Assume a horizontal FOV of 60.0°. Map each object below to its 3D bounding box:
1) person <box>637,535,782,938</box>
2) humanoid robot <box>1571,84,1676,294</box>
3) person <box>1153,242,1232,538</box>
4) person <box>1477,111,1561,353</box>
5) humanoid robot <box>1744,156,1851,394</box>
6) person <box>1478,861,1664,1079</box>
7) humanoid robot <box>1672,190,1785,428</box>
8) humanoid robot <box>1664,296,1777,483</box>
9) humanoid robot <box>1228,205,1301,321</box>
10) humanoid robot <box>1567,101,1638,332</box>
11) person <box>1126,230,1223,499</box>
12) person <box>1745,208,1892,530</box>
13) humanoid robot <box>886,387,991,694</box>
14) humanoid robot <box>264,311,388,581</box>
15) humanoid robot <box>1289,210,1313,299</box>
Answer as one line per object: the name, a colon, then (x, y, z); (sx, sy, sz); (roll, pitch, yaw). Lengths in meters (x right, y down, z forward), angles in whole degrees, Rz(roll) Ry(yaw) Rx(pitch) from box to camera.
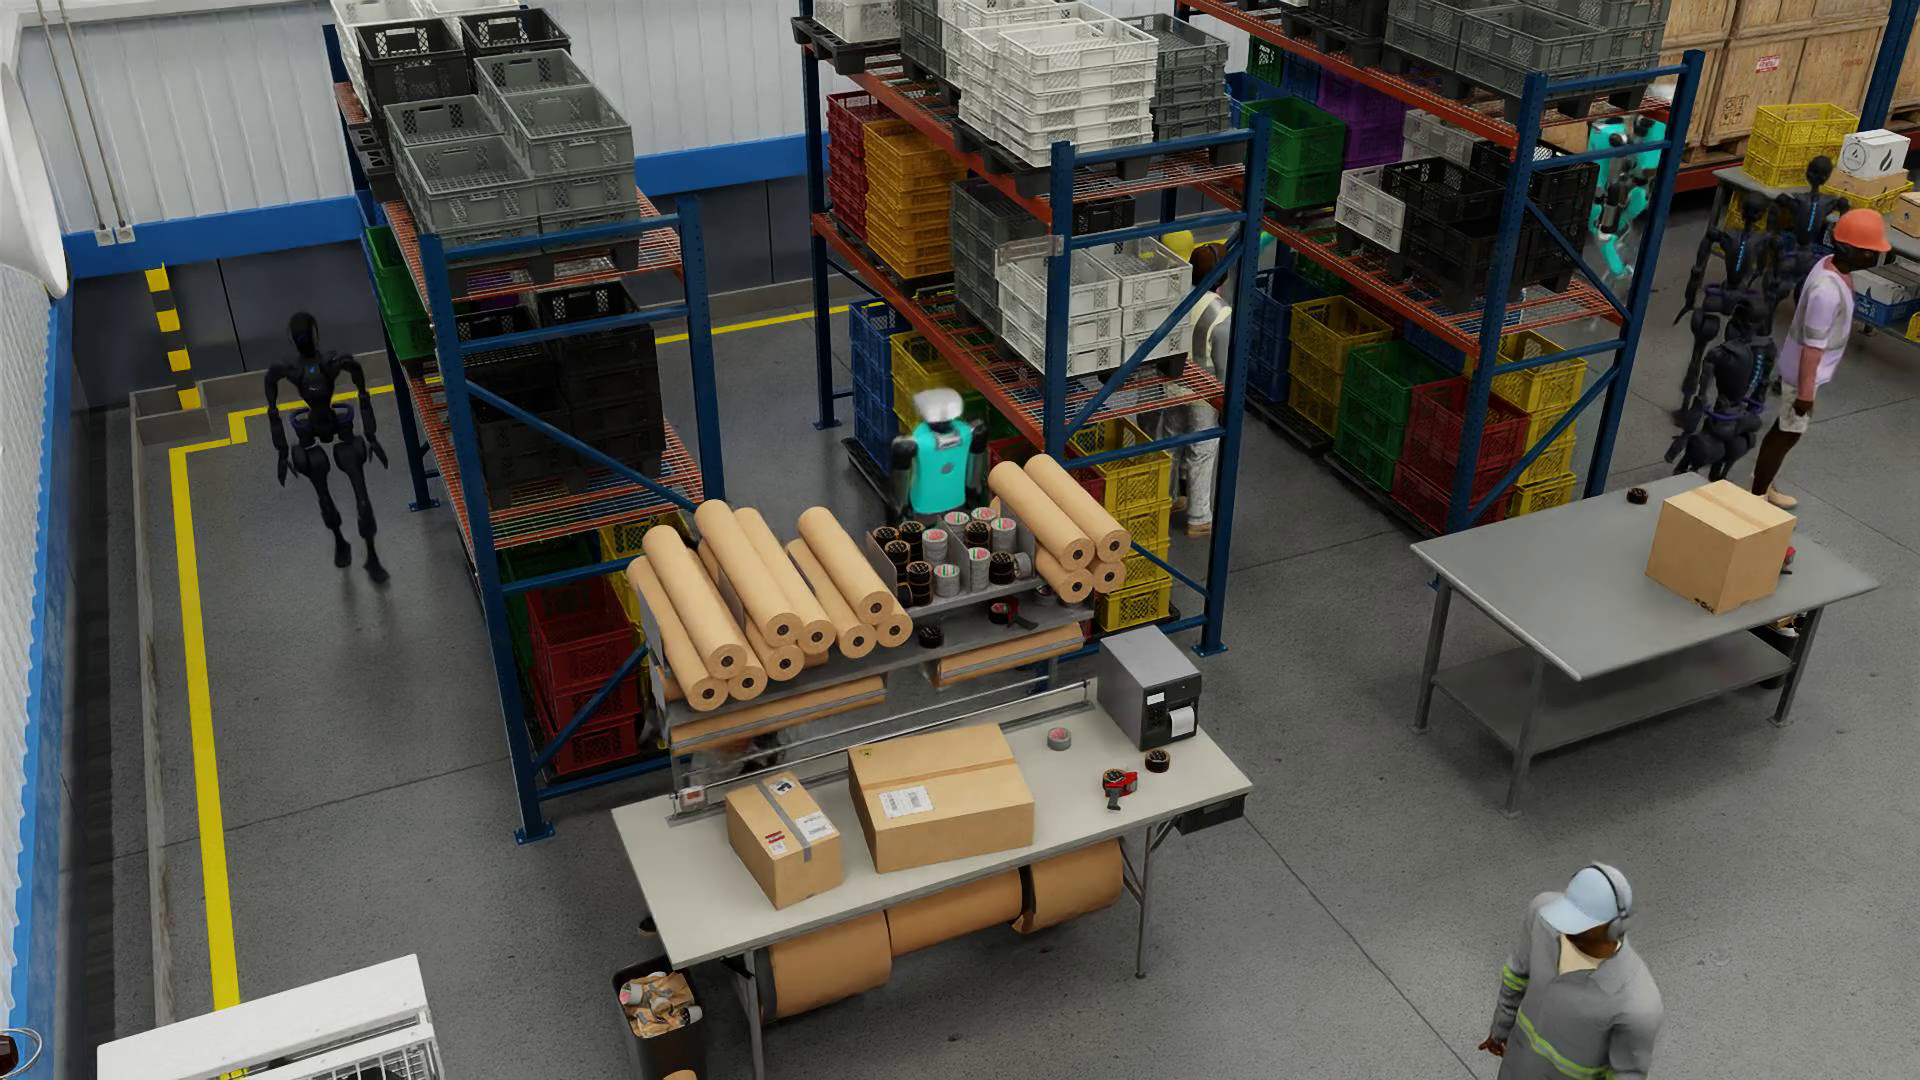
person: (-1.050, 0.761, 7.190); (1.015, 1.915, 0.595); (-26, 40, -36)
humanoid robot: (5.178, -2.758, 13.049); (0.539, 1.729, 1.002); (-18, 36, -26)
person: (1.418, -0.898, 9.928); (0.429, 1.841, 0.632); (-21, 37, -30)
person: (3.968, -2.217, 12.032); (0.582, 1.881, 0.350); (-3, 32, -4)
humanoid robot: (5.899, -1.902, 11.744); (0.586, 1.620, 0.753); (9, 33, 14)
person: (1.961, 1.790, 5.553); (0.383, 1.851, 0.596); (-12, 34, -19)
humanoid robot: (5.103, -1.527, 11.093); (0.599, 1.657, 0.315); (15, 35, 22)
humanoid robot: (4.414, -0.668, 9.703); (0.609, 1.647, 0.402); (-13, 34, -19)
humanoid robot: (2.288, -2.494, 12.613); (0.728, 1.781, 0.557); (-8, 32, -12)
humanoid robot: (4.952, -2.415, 12.550); (0.662, 1.859, 0.540); (-3, 32, -5)
person: (1.303, -1.073, 10.232); (0.591, 1.824, 0.404); (1, 32, 2)
person: (5.104, -1.012, 9.936); (0.407, 2.035, 0.609); (16, 35, 24)
humanoid robot: (-0.274, -0.126, 8.794); (0.546, 1.757, 0.989); (-15, 35, -23)
humanoid robot: (-3.612, -0.533, 9.498); (0.609, 1.639, 0.549); (-12, 34, -19)
humanoid robot: (2.621, -2.614, 12.869); (0.334, 1.653, 0.599); (6, 32, 9)
